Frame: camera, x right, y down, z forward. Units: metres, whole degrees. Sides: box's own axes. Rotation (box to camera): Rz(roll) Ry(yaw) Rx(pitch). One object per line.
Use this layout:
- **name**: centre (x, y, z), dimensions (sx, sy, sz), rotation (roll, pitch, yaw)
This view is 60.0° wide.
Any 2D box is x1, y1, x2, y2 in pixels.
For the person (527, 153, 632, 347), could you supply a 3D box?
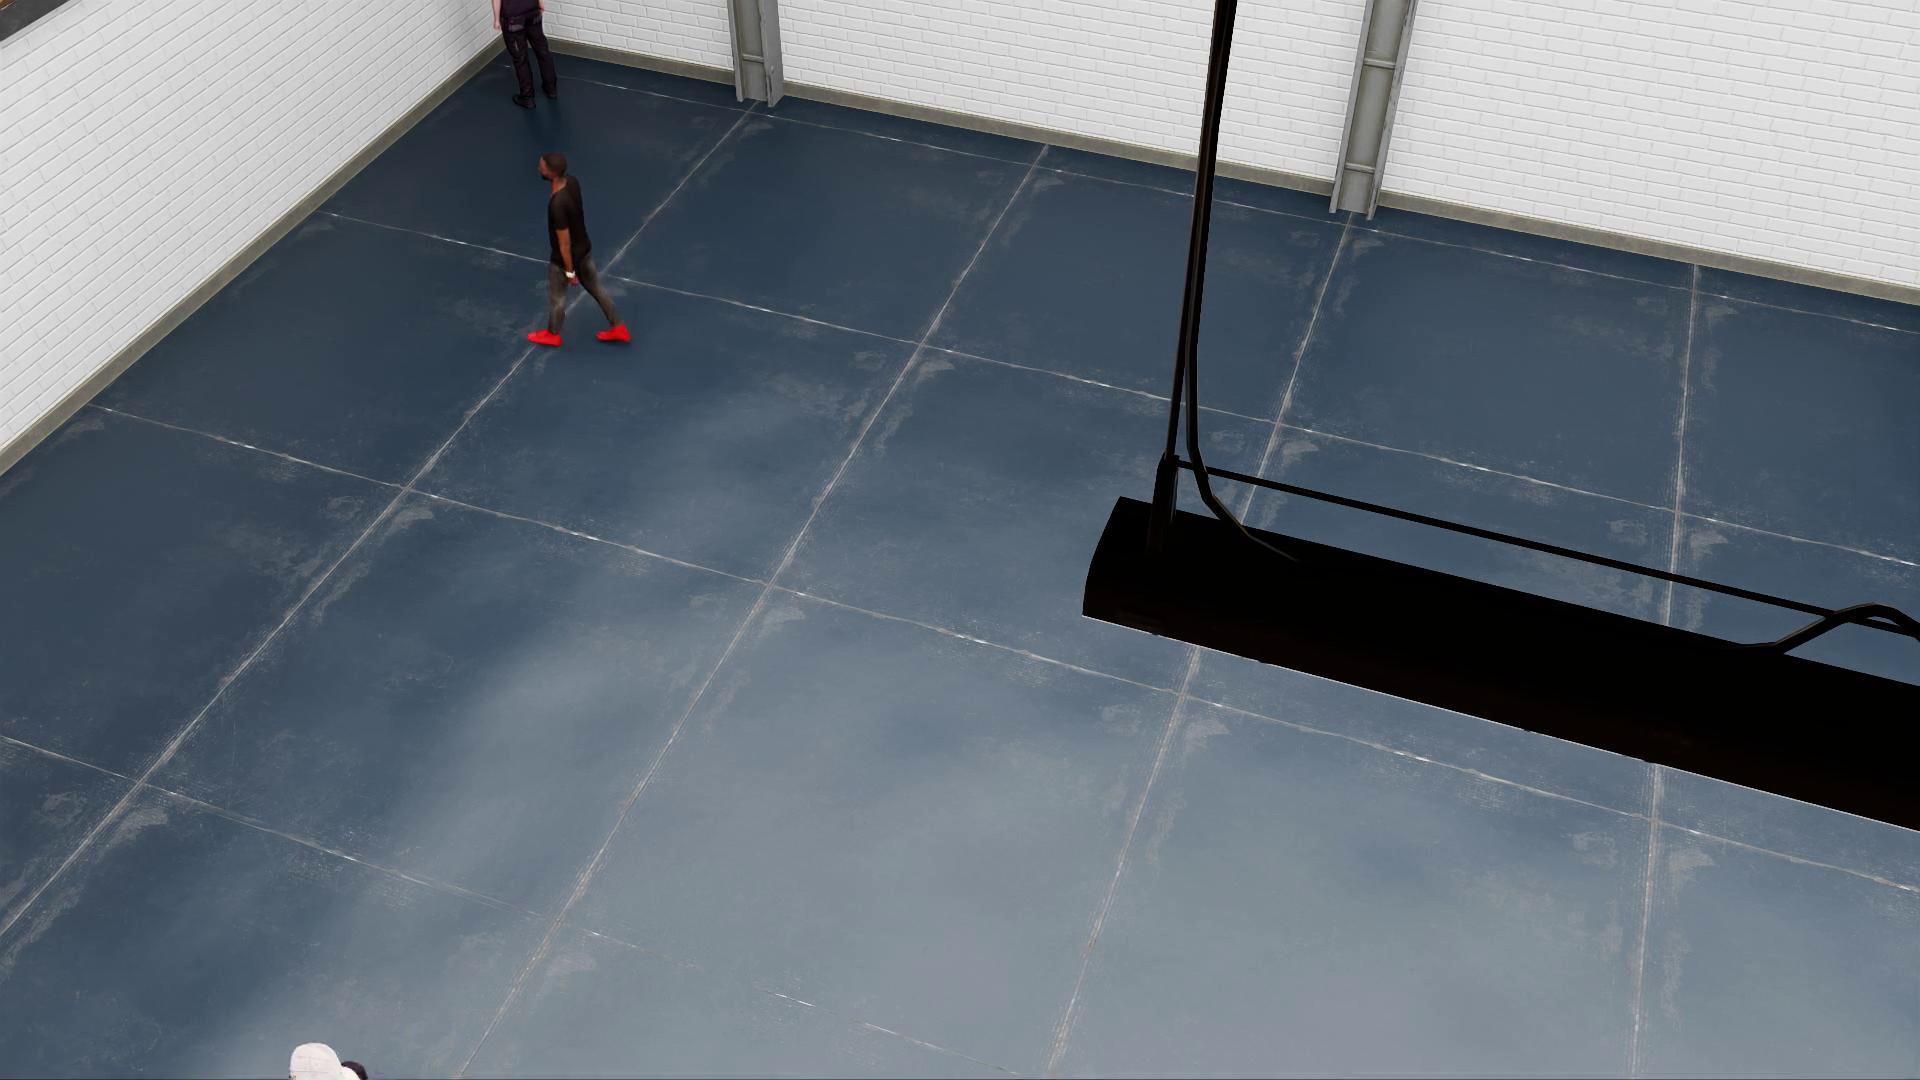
- **person**: centre (-3.003, -2.279, 13.212), dimensions (1.096, 1.770, 0.736), rotation (8, 44, 8)

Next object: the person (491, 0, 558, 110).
- **person**: centre (-4.269, -5.109, 16.128), dimensions (0.804, 1.845, 0.770), rotation (-34, 53, -30)
